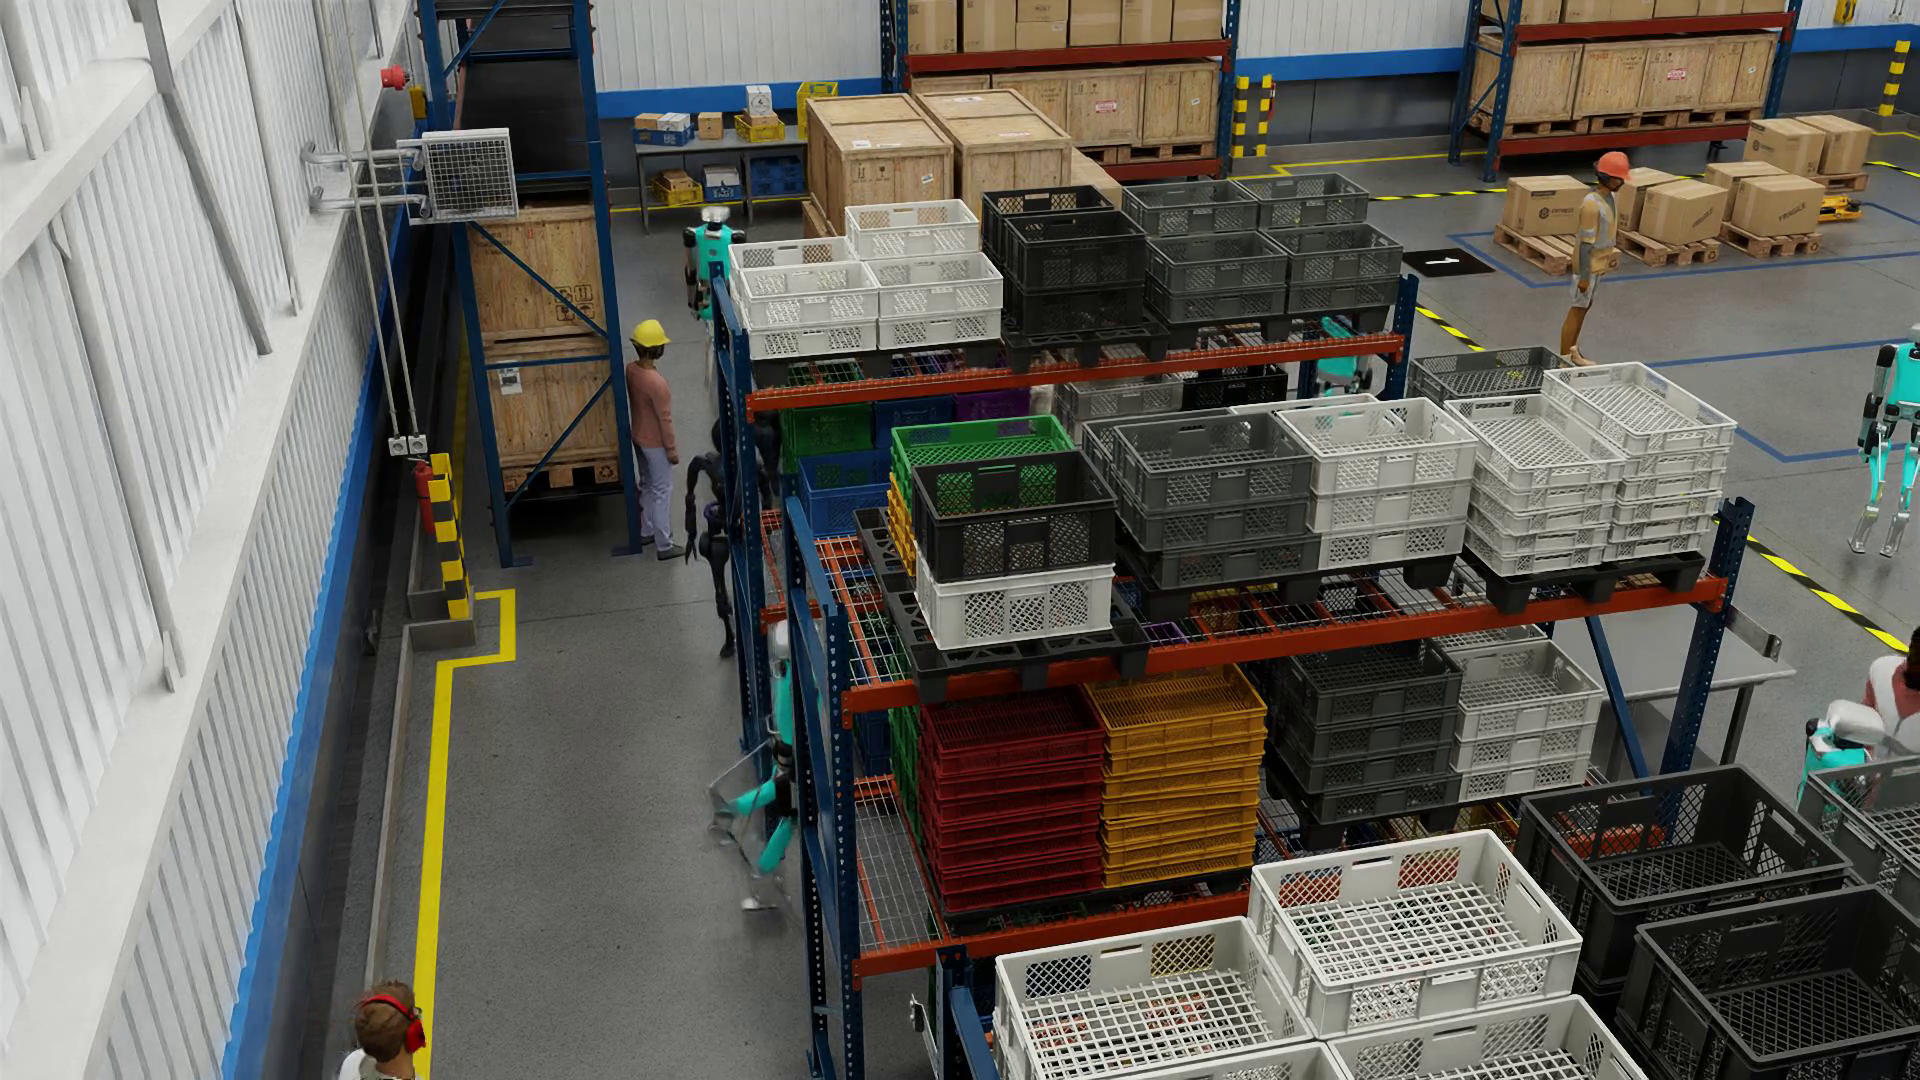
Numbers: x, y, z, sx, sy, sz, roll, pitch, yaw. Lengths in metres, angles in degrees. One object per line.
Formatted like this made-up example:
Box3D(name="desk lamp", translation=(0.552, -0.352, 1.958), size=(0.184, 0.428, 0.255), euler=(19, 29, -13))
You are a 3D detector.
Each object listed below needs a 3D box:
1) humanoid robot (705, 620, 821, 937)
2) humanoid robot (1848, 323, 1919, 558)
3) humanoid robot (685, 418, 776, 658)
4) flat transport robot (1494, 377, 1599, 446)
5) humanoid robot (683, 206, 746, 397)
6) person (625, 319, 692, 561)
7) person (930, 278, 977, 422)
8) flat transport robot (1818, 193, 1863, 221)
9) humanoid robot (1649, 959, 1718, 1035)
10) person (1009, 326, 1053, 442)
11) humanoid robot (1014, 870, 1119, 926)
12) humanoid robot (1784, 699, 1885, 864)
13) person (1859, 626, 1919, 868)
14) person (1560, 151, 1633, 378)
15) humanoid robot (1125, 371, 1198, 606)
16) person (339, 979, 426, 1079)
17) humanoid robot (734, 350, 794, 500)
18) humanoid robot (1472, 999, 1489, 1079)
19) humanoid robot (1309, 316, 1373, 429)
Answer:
Box3D(name="humanoid robot", translation=(-1.007, 1.230, 8.200), size=(0.749, 1.834, 0.537), euler=(-4, 28, -8))
Box3D(name="humanoid robot", translation=(6.515, -0.633, 11.534), size=(0.533, 1.672, 0.735), euler=(13, 31, 24))
Box3D(name="humanoid robot", translation=(-1.469, -0.020, 10.570), size=(0.609, 1.648, 0.321), euler=(3, 28, 7))
Box3D(name="flat transport robot", translation=(4.780, -1.036, 14.013), size=(0.659, 0.231, 1.431), euler=(-6, 28, -12))
Box3D(name="humanoid robot", translation=(-2.072, -2.106, 14.483), size=(0.560, 1.787, 0.804), euler=(1, 28, 1))
Box3D(name="person", translation=(-2.160, -0.718, 11.812), size=(0.337, 1.760, 0.527), euler=(-18, 33, -31))
Box3D(name="person", translation=(0.010, -0.970, 12.137), size=(0.791, 1.909, 0.566), euler=(12, 30, 22))
Box3D(name="flat transport robot", translation=(9.992, -4.113, 19.820), size=(0.652, 0.197, 1.431), euler=(-6, 28, -12))
Box3D(name="humanoid robot", translation=(2.775, 2.016, 6.774), size=(0.742, 1.649, 0.611), euler=(-6, 28, -11))
Box3D(name="person", translation=(0.452, -0.638, 11.578), size=(0.340, 1.838, 0.505), euler=(-23, 36, -37))
Box3D(name="humanoid robot", translation=(0.485, 1.284, 8.136), size=(0.716, 1.641, 0.589), euler=(-10, 29, -18))
Box3D(name="humanoid robot", translation=(4.082, 1.591, 7.577), size=(0.717, 1.903, 0.541), euler=(4, 28, 7))
Box3D(name="person", translation=(4.549, 1.201, 8.039), size=(0.665, 1.880, 0.688), euler=(-10, 29, -18))
Box3D(name="person", translation=(5.625, -2.438, 14.773), size=(0.370, 2.043, 0.607), euler=(16, 32, 28))
Box3D(name="humanoid robot", translation=(1.234, -0.230, 11.013), size=(0.796, 1.886, 0.550), euler=(-13, 30, -23))
Box3D(name="person", translation=(-1.917, 2.364, 5.918), size=(0.685, 1.796, 0.576), euler=(-21, 34, -34))
Box3D(name="humanoid robot", translation=(-1.485, -0.948, 12.360), size=(0.595, 1.632, 0.722), euler=(-25, 36, -38))
Box3D(name="humanoid robot", translation=(1.959, 2.344, 6.131), size=(0.724, 1.633, 0.612), euler=(-1, 28, -2))
Box3D(name="humanoid robot", translation=(2.912, -1.058, 12.600), size=(0.544, 1.895, 0.765), euler=(17, 32, 29))
